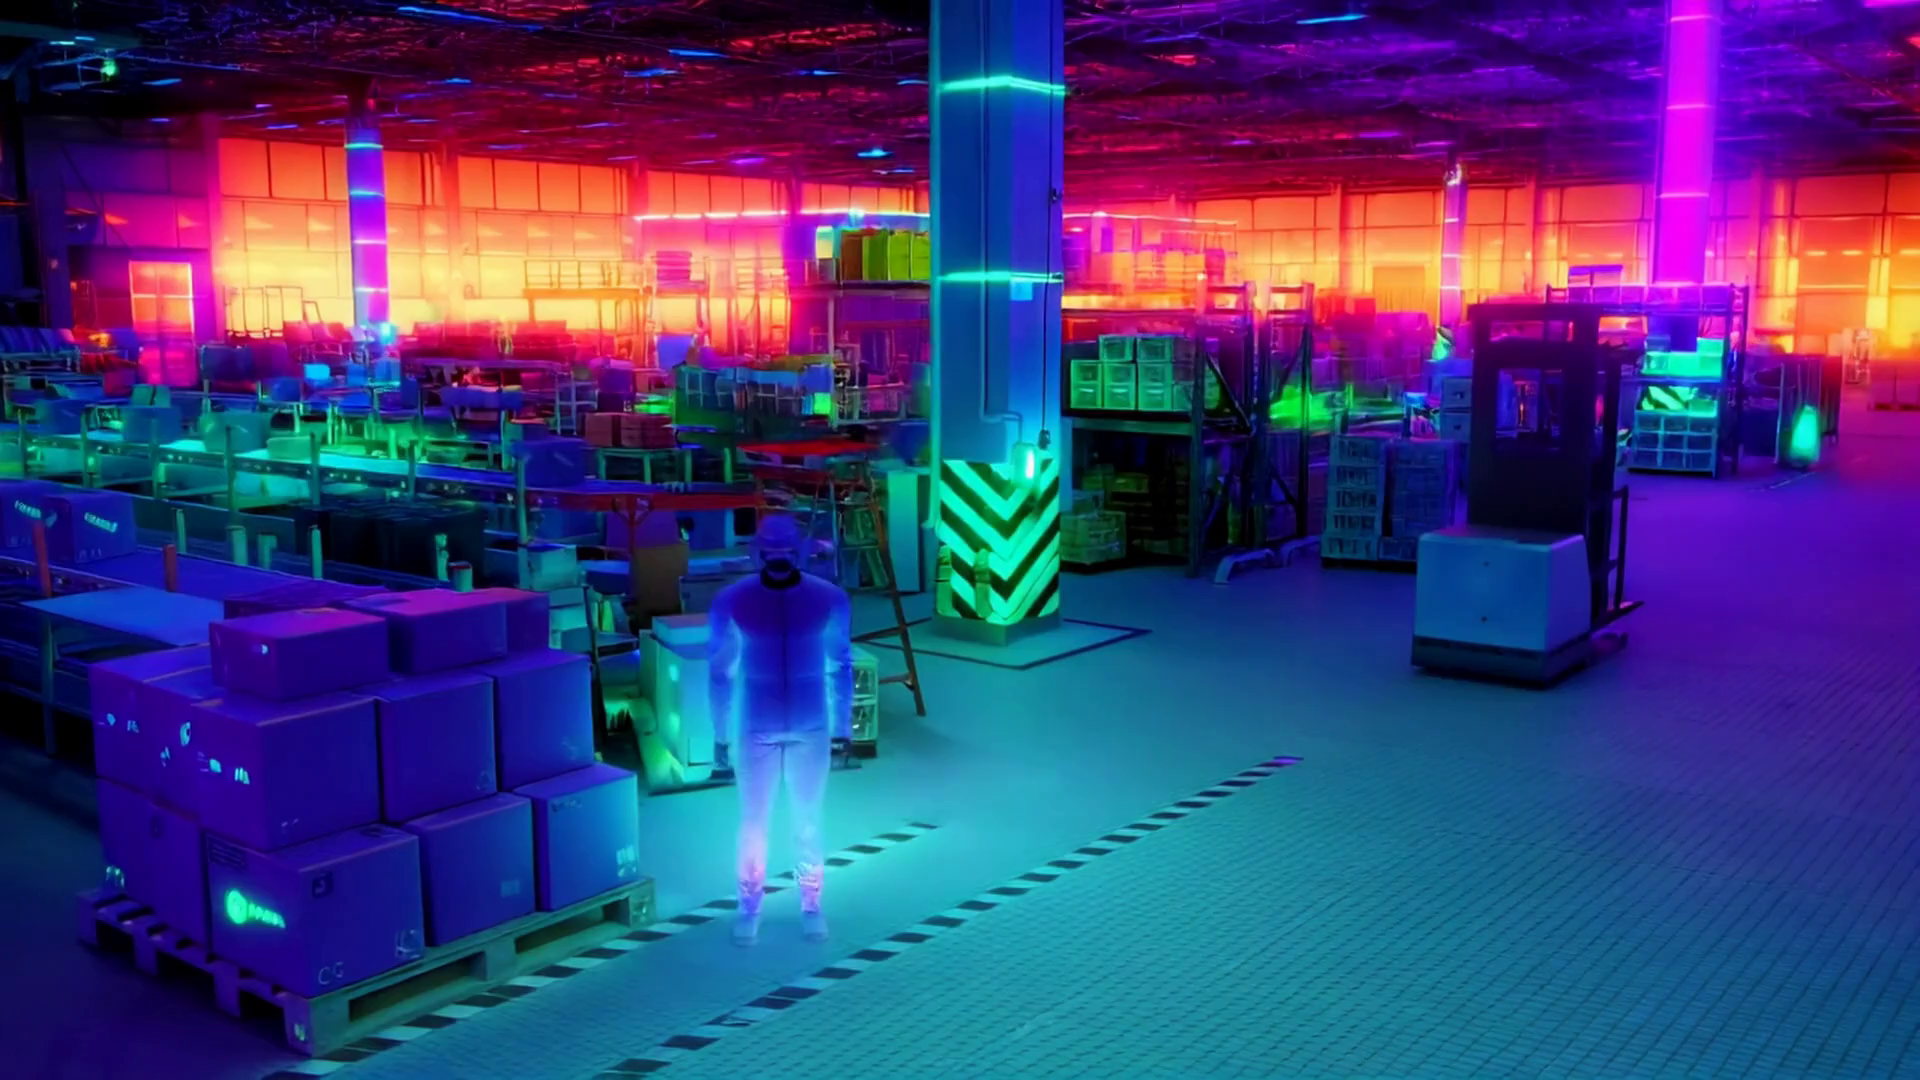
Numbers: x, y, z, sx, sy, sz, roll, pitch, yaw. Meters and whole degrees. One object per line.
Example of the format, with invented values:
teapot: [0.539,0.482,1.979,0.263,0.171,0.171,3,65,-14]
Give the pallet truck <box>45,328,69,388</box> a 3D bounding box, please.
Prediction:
pallet truck: [-23.775,-4.544,43.495,1.885,1.965,0.823,6,10,35]

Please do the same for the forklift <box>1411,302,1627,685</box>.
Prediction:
forklift: [4.379,-0.438,12.852,1.129,2.768,1.873,7,11,37]

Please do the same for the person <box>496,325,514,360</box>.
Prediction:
person: [-12.460,-4.855,45.434,0.605,2.045,0.381,6,10,35]

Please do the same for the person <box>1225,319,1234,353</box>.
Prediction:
person: [10.799,-7.955,66.696,0.376,1.934,0.547,2,9,15]

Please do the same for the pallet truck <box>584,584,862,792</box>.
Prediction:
pallet truck: [-1.426,0.805,10.019,1.601,1.201,0.680,-4,9,-26]

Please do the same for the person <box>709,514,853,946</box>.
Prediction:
person: [-0.791,0.841,7.402,0.638,1.934,0.358,-1,9,-9]

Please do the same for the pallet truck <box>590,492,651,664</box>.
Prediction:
pallet truck: [-3.115,0.344,12.883,0.653,1.274,1.630,7,11,37]

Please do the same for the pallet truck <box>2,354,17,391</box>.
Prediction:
pallet truck: [-24.881,-4.417,42.634,1.885,1.965,0.823,8,11,41]

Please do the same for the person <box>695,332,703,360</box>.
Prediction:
person: [-10.190,-7.655,64.898,0.382,1.874,0.585,2,9,13]

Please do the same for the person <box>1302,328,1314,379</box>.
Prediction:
person: [10.611,-5.591,50.696,0.658,1.998,0.629,1,8,6]

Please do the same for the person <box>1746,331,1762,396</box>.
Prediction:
person: [21.407,-4.730,45.138,0.556,1.879,0.984,0,8,0]

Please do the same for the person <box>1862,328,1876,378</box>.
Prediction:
person: [31.242,-6.417,57.113,0.539,1.698,0.319,-4,9,-26]

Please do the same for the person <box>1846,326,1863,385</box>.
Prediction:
person: [28.383,-5.842,52.723,0.329,1.861,0.504,-3,9,-20]

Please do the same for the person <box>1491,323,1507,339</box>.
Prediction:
person: [16.041,-5.461,49.532,0.536,2.000,0.688,-7,11,-41]

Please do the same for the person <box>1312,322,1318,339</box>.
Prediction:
person: [16.177,-9.411,76.861,0.645,1.820,0.689,-1,9,-10]

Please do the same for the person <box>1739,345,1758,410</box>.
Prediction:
person: [16.642,-3.198,35.069,0.626,1.793,0.865,-2,9,-14]
